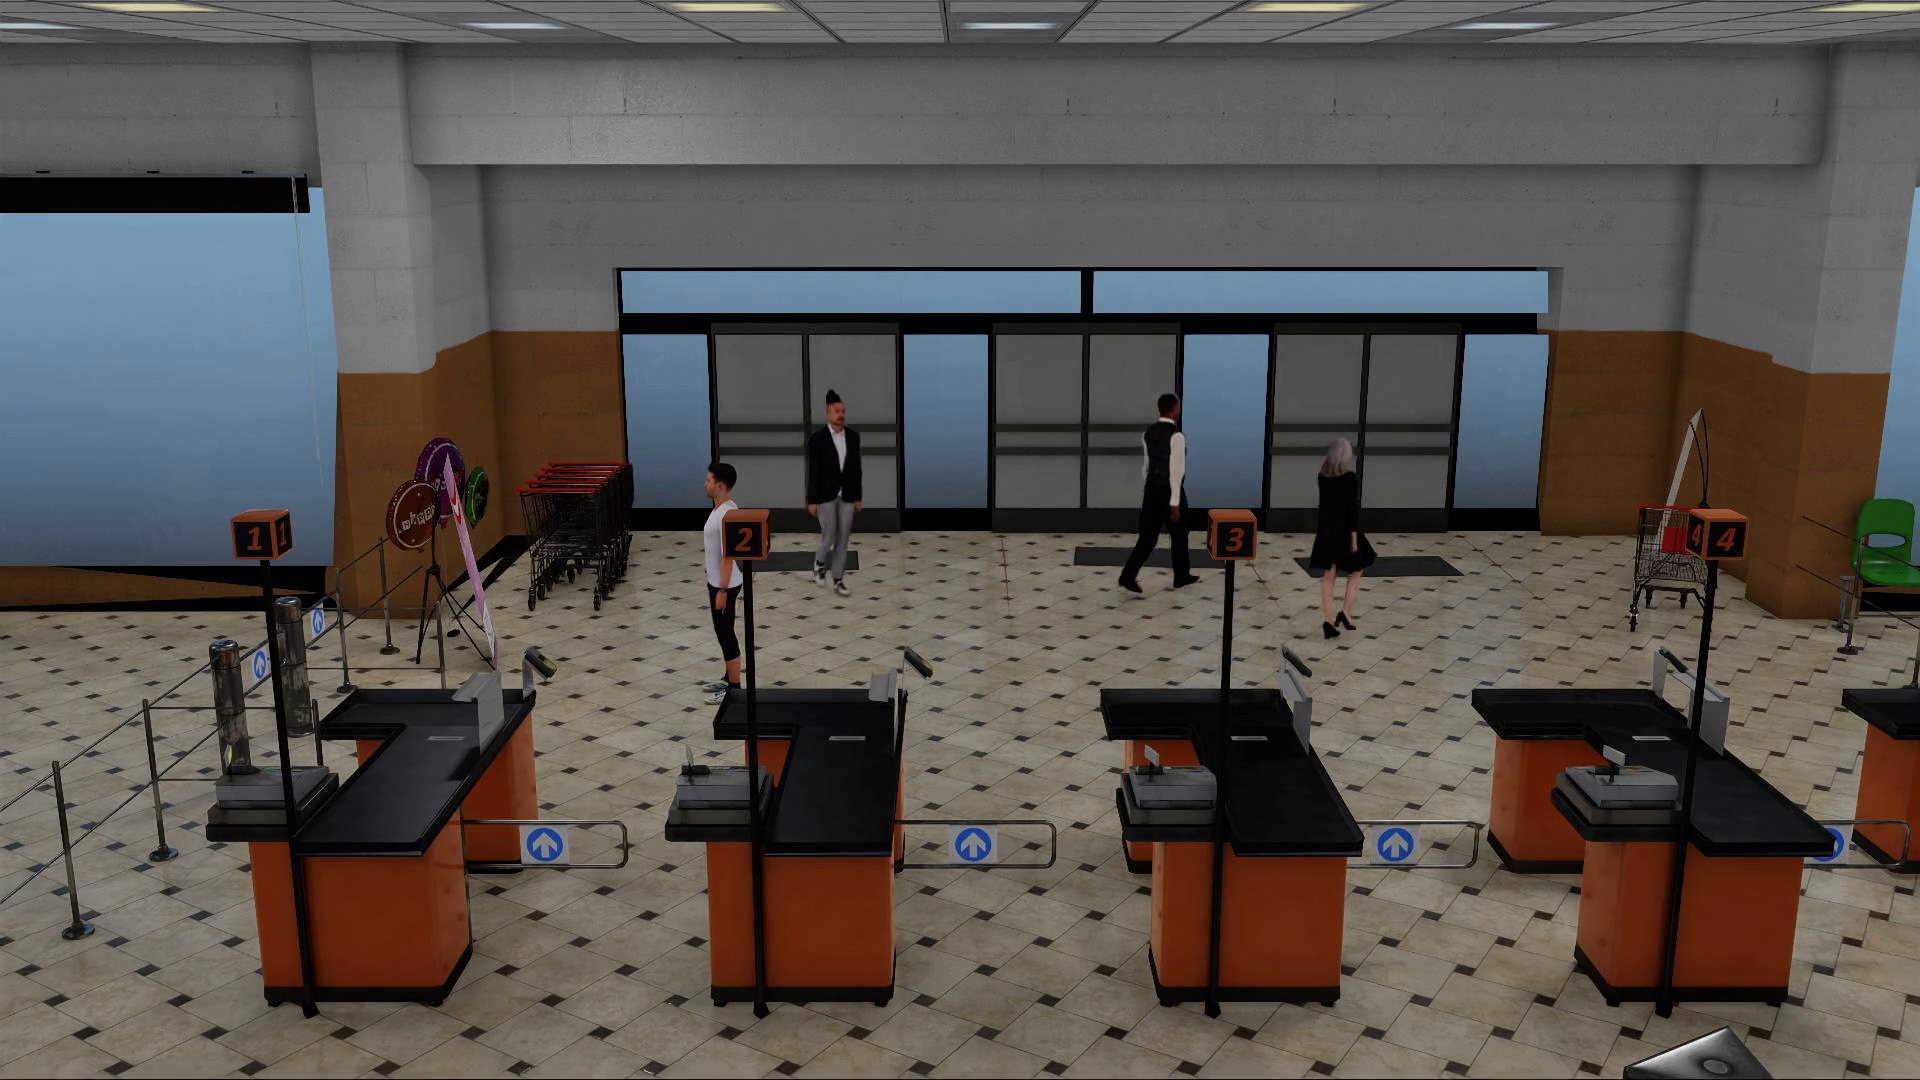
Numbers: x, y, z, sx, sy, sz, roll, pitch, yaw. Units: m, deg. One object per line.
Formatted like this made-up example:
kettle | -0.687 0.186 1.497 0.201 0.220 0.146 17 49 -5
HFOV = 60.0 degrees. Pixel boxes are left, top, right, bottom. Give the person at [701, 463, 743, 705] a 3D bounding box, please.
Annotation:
person | -1.803 0.318 12.704 0.776 1.852 0.565 -3 14 -11

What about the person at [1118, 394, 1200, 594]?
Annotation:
person | 1.836 -0.398 15.584 1.263 1.884 1.268 -11 17 -38

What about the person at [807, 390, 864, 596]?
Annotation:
person | -1.226 -0.451 15.683 0.896 1.942 0.939 -8 16 -31

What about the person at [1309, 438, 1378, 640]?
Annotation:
person | 3.197 0.002 14.253 0.854 1.735 0.795 -12 18 -41
